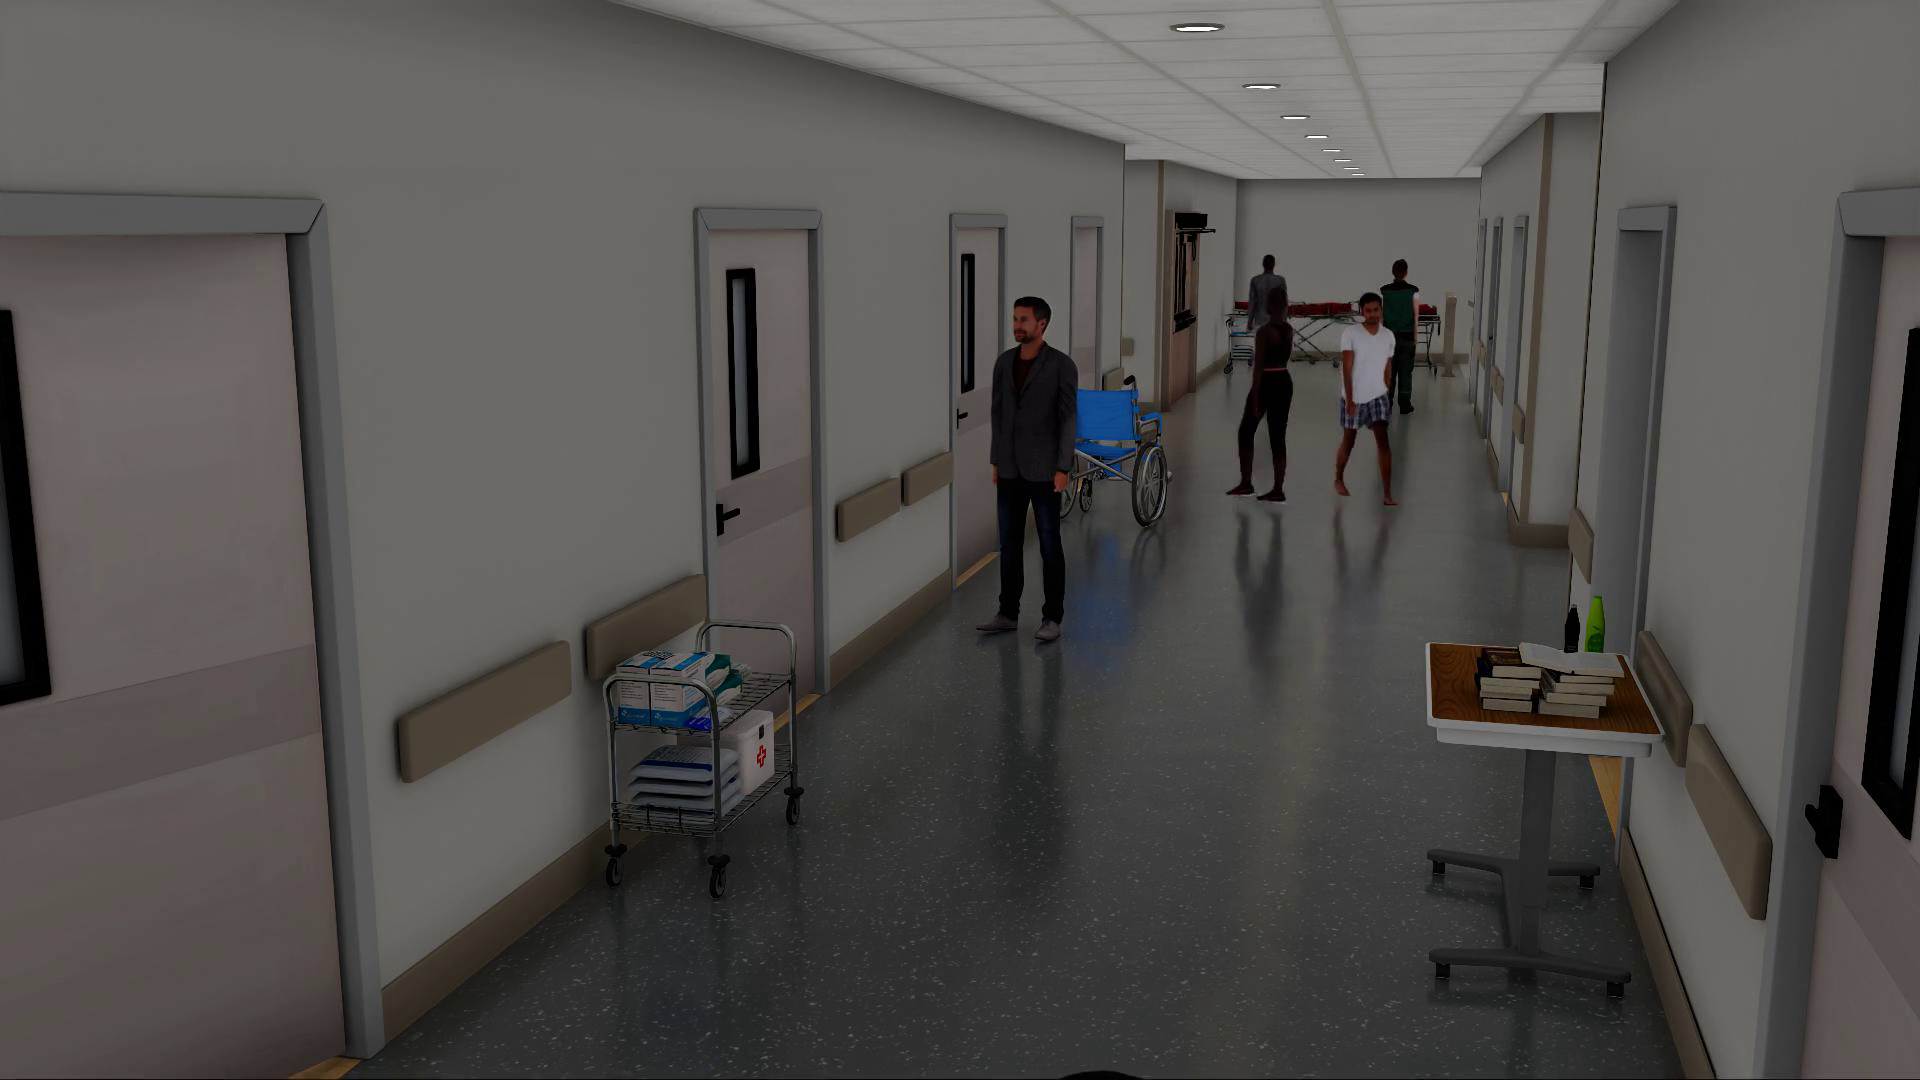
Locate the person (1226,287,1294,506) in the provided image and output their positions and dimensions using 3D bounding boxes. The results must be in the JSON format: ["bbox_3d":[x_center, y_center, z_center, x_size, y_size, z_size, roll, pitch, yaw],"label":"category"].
[{"bbox_3d":[2.577,-1.135,13.346,0.846,1.736,0.897,-7,13,-34],"label":"person"}]

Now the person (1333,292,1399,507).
[{"bbox_3d":[3.221,-1.119,13.436,0.877,1.670,1.202,-1,11,-7],"label":"person"}]

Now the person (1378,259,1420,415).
[{"bbox_3d":[5.267,-2.449,19.973,0.669,1.843,0.624,5,12,23],"label":"person"}]

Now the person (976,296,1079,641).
[{"bbox_3d":[0.382,-0.398,9.089,0.749,1.874,0.708,7,13,31],"label":"person"}]

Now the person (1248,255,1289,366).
[{"bbox_3d":[4.253,-3.026,23.041,0.700,1.837,0.546,2,11,11],"label":"person"}]
